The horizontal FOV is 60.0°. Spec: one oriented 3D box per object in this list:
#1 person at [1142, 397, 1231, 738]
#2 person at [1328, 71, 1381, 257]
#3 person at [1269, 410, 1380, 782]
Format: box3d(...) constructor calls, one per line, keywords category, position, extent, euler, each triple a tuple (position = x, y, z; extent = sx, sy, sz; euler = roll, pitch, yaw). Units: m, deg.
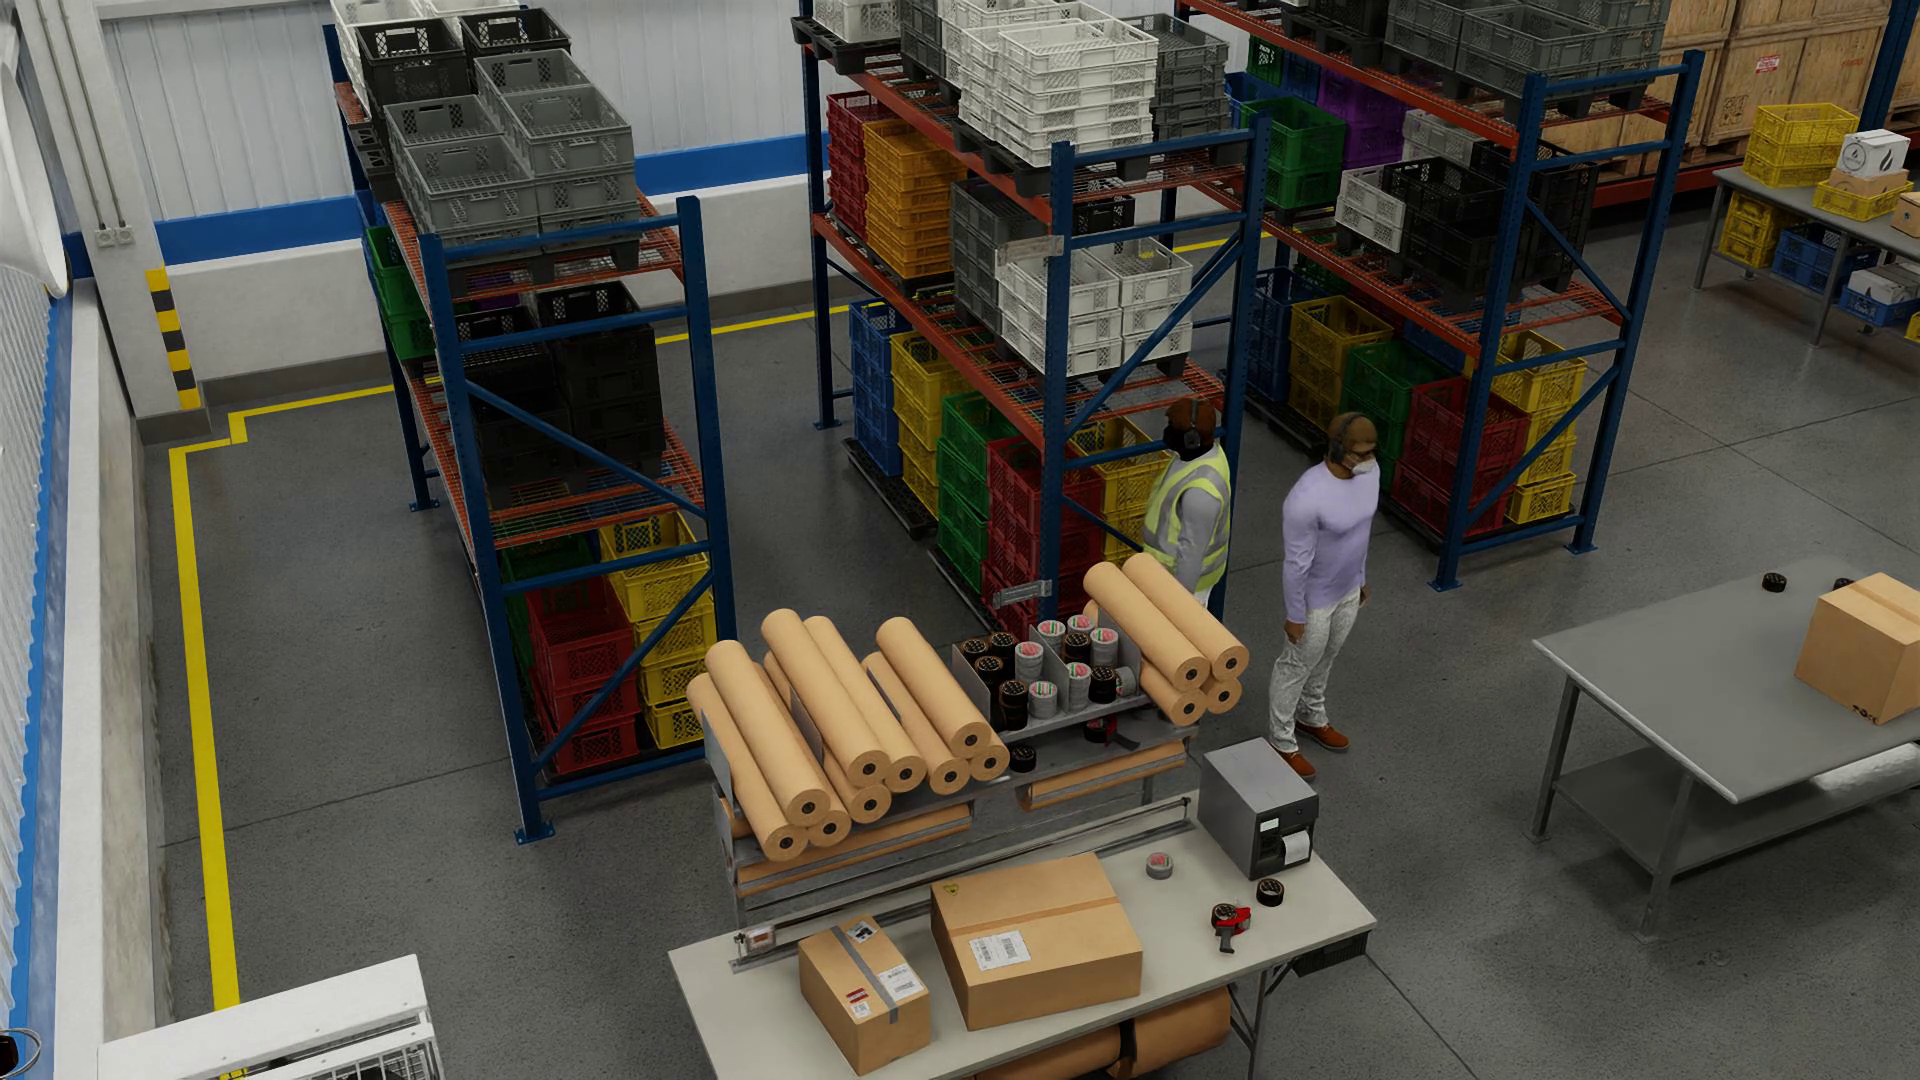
box3d(category="person", position=(1.106, 0.133, 8.253), extent=(0.429, 1.837, 0.629), euler=(3, 32, 5))
box3d(category="person", position=(3.236, -3.191, 13.609), extent=(0.576, 1.883, 0.367), euler=(-8, 33, -13))
box3d(category="person", position=(1.751, 0.252, 7.958), extent=(0.372, 1.939, 0.631), euler=(27, 41, 37))
